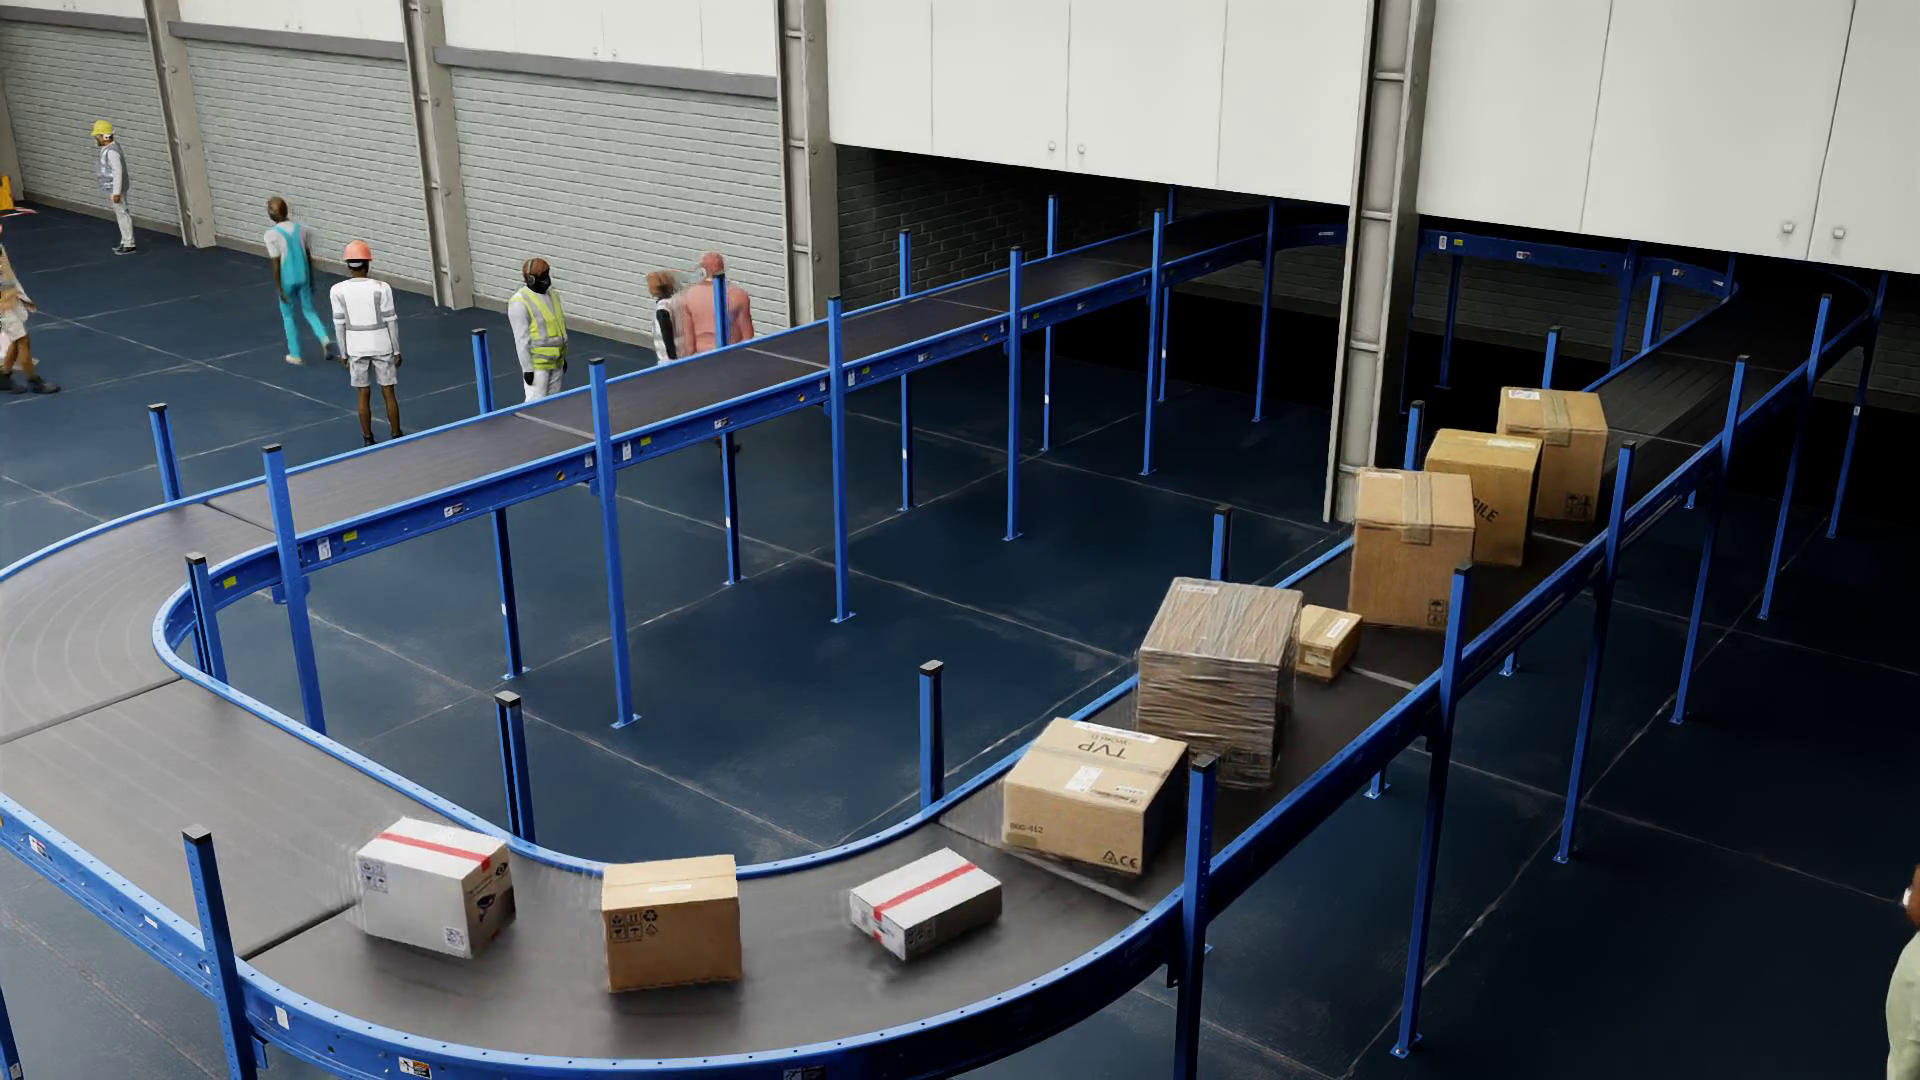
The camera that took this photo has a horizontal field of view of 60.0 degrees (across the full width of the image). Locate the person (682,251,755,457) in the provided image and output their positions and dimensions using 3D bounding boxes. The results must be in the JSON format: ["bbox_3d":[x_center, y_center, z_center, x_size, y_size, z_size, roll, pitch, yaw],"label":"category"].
[{"bbox_3d":[-2.116,-1.614,14.729,0.664,1.876,0.499,7,23,18],"label":"person"}]

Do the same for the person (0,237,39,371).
[{"bbox_3d":[-10.104,-2.748,17.491,0.636,1.969,0.473,17,27,37],"label":"person"}]

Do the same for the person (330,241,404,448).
[{"bbox_3d":[-5.292,-1.717,14.924,0.543,1.928,0.371,-3,22,-8],"label":"person"}]

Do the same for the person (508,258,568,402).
[{"bbox_3d":[-3.663,-1.569,14.663,0.430,1.845,0.619,7,23,17],"label":"person"}]

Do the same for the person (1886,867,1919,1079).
[{"bbox_3d":[3.519,1.893,6.148,0.273,1.632,0.511,15,26,32],"label":"person"}]

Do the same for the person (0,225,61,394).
[{"bbox_3d":[-9.460,-2.344,16.558,0.516,1.888,0.577,-5,22,-13],"label":"person"}]

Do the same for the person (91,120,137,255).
[{"bbox_3d":[-11.776,-4.909,23.158,0.403,1.835,0.586,-12,24,-27],"label":"person"}]

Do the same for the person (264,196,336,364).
[{"bbox_3d":[-7.028,-2.731,17.640,0.664,1.823,0.523,18,28,39],"label":"person"}]
